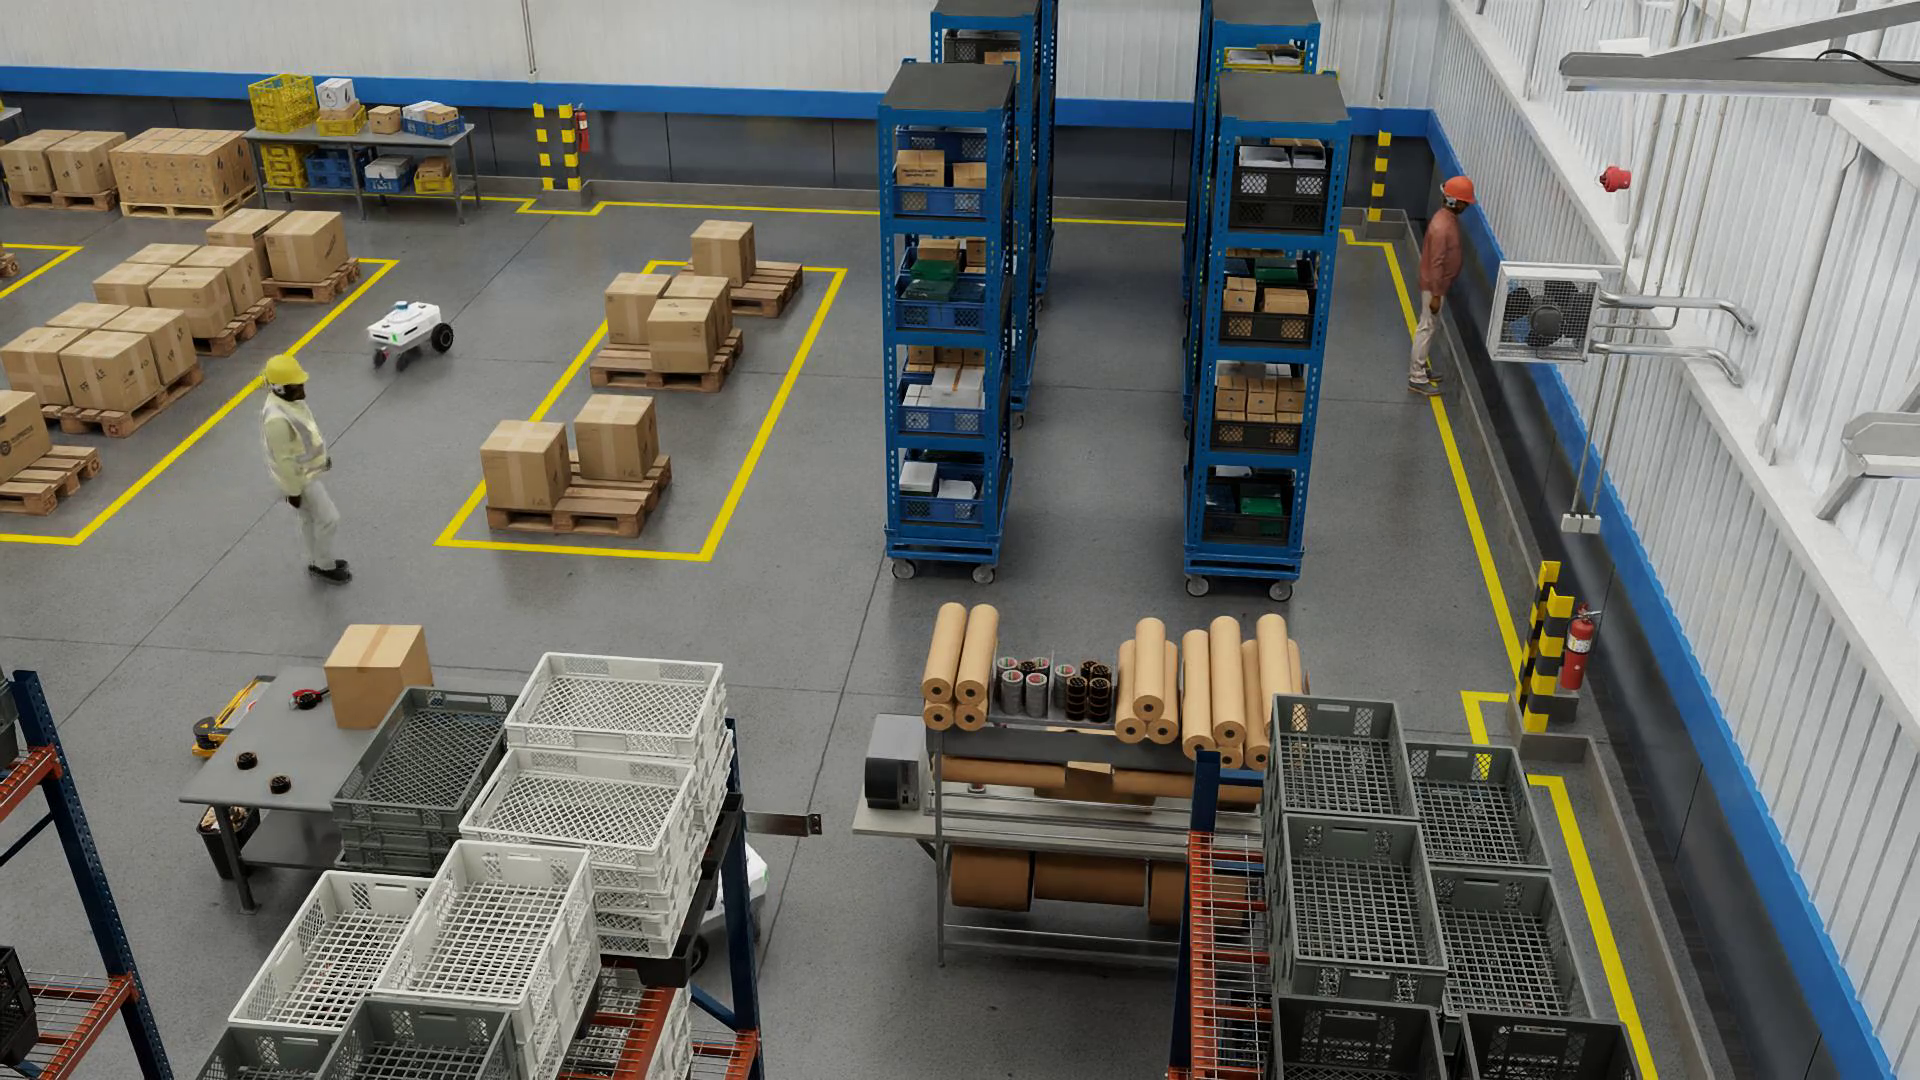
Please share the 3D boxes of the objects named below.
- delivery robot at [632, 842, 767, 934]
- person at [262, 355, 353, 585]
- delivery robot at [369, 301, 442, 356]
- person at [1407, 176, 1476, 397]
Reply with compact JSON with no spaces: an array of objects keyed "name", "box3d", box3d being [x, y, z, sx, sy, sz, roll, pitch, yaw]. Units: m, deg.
[{"name":"delivery robot","box3d":[-1.402,1.902,9.009,0.707,0.478,0.477,-21,36,-31]},{"name":"person","box3d":[-4.726,-0.512,12.007,0.454,1.816,0.629,-8,31,-13]},{"name":"delivery robot","box3d":[-5.249,-2.023,15.751,0.477,0.478,0.707,12,33,20]},{"name":"person","box3d":[4.291,-2.284,14.877,0.392,1.986,0.611,10,32,16]}]
